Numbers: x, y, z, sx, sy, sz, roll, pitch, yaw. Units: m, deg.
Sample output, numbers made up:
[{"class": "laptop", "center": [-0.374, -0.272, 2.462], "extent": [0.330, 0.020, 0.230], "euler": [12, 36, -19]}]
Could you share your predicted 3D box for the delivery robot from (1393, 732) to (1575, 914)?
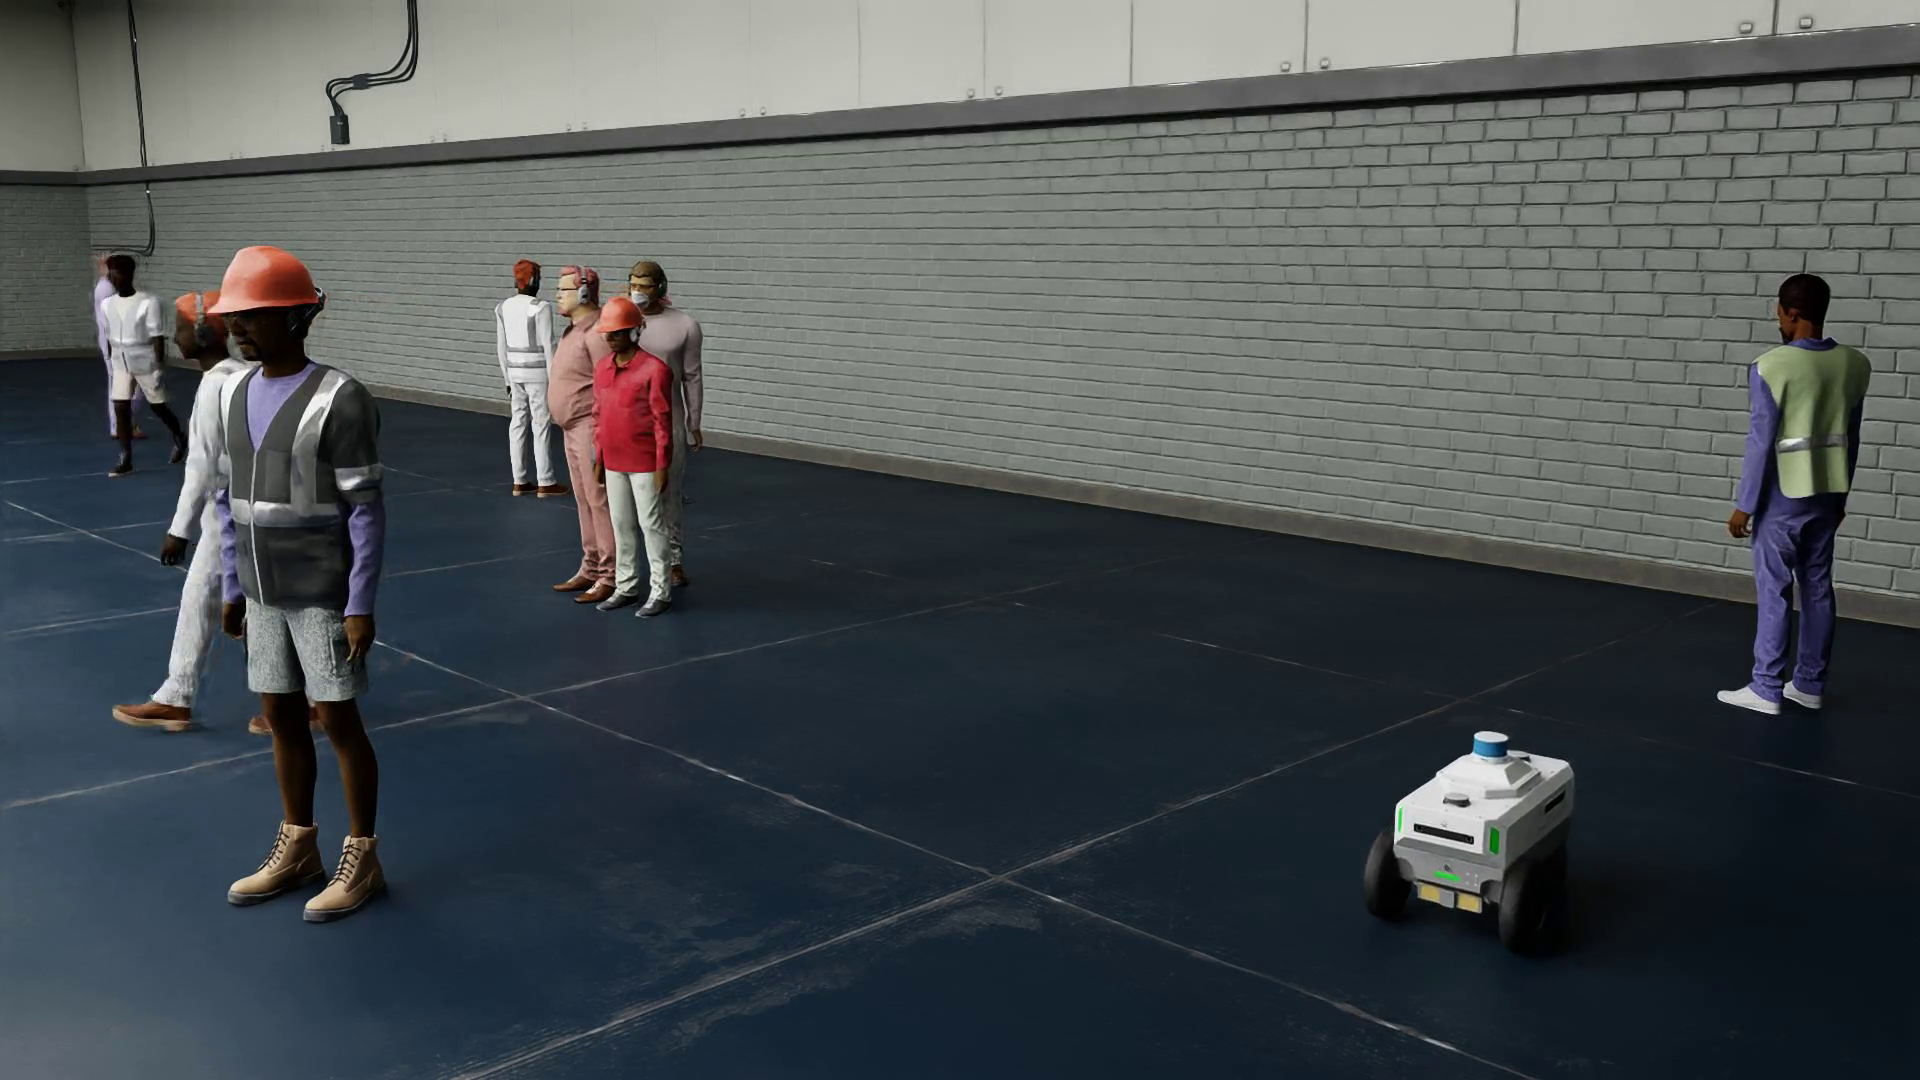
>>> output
[{"class": "delivery robot", "center": [1.617, 0.832, 5.104], "extent": [0.477, 0.478, 0.707], "euler": [8, 13, 37]}]

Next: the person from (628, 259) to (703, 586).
[{"class": "person", "center": [-1.822, -0.679, 9.833], "extent": [0.629, 1.937, 0.379], "euler": [-2, 11, -12]}]

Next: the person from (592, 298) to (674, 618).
[{"class": "person", "center": [-1.810, -0.447, 9.098], "extent": [0.571, 1.743, 0.351], "euler": [7, 13, 34]}]

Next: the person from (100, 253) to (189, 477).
[{"class": "person", "center": [-7.215, -1.563, 14.673], "extent": [0.616, 1.931, 0.943], "euler": [1, 10, 6]}]

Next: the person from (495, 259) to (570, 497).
[{"class": "person", "center": [-3.411, -1.279, 13.243], "extent": [0.574, 1.886, 0.356], "euler": [5, 12, 27]}]

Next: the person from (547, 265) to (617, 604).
[{"class": "person", "center": [-2.136, -0.599, 9.475], "extent": [0.403, 1.911, 0.637], "euler": [-6, 12, -28]}]

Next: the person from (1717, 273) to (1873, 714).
[{"class": "person", "center": [3.631, -0.190, 7.226], "extent": [0.590, 1.915, 0.392], "euler": [-3, 11, -18]}]

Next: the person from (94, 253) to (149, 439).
[{"class": "person", "center": [-8.466, -1.956, 16.898], "extent": [0.507, 1.892, 0.671], "euler": [-5, 12, -25]}]

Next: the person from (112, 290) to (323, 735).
[{"class": "person", "center": [-3.099, -0.078, 6.788], "extent": [0.920, 1.842, 0.577], "euler": [-4, 11, -20]}]

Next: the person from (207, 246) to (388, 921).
[{"class": "person", "center": [-2.030, 0.142, 5.059], "extent": [0.614, 2.042, 0.373], "euler": [5, 12, 25]}]
